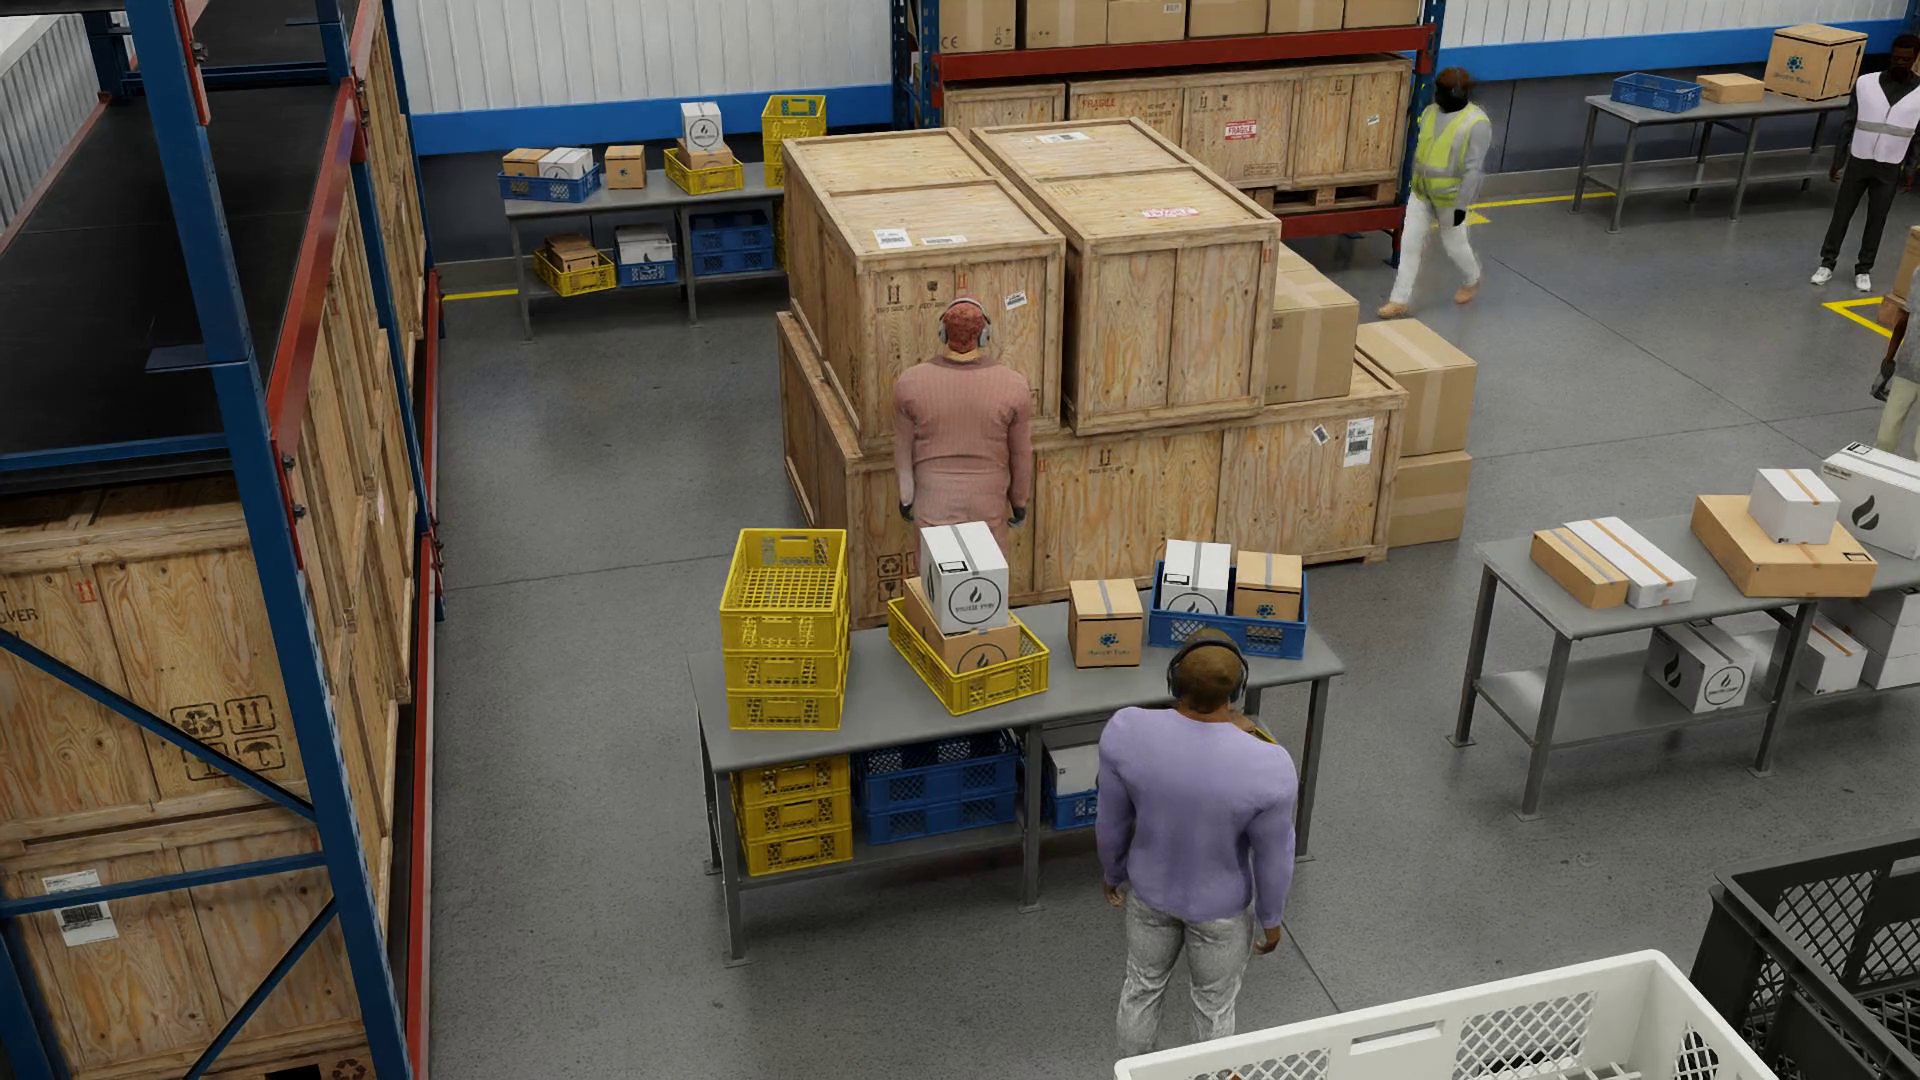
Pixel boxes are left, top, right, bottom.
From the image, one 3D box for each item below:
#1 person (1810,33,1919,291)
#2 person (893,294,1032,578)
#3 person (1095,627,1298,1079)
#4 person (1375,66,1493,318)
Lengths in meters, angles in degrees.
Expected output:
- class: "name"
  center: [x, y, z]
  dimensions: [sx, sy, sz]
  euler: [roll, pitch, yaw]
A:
- class: "person"
  center: [6.916, -2.853, 12.571]
  dimensions: [0.597, 1.918, 0.382]
  euler: [15, 32, 25]
- class: "person"
  center: [0.015, -0.234, 7.845]
  dimensions: [0.645, 1.897, 0.398]
  euler: [1, 29, 2]
- class: "person"
  center: [0.741, 1.123, 5.333]
  dimensions: [0.635, 1.939, 0.361]
  euler: [12, 31, 21]
- class: "person"
  center: [3.535, -2.528, 12.102]
  dimensions: [0.899, 1.801, 0.635]
  euler: [-20, 34, -31]
